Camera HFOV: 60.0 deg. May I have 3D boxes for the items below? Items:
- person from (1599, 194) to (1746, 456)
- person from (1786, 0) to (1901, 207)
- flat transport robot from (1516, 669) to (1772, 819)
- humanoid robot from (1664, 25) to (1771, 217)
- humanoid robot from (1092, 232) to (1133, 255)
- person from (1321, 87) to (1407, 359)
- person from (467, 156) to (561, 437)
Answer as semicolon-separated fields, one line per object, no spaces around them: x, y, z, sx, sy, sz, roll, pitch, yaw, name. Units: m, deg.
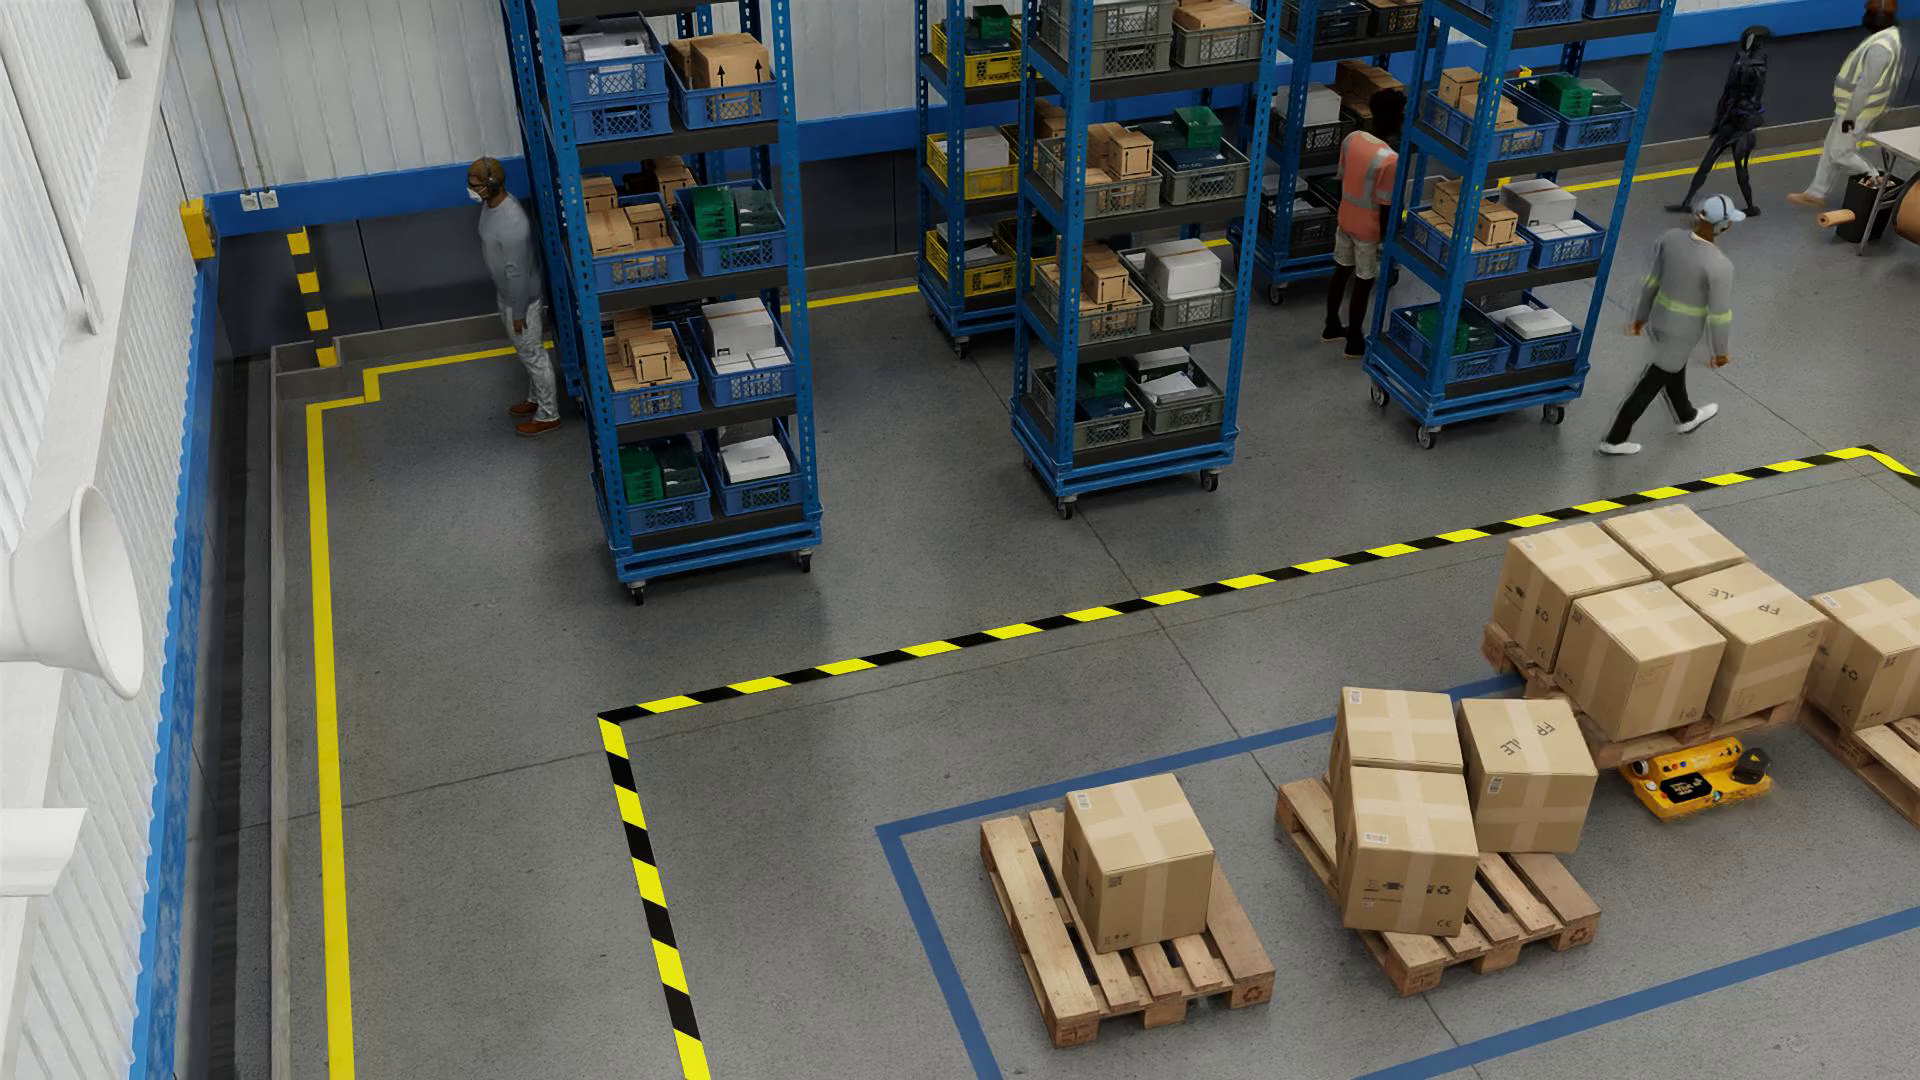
4.685;-1.367;10.659;0.971;1.797;0.618;-10;36;-13;person
7.507;-3.566;13.773;0.709;1.818;0.656;17;38;22;person
3.545;0.861;8.811;0.652;0.197;1.431;-11;37;-15;flat transport robot
6.422;-3.430;13.742;0.781;1.629;0.600;-2;35;-3;humanoid robot
1.047;-1.602;11.164;0.778;1.649;0.612;10;36;14;humanoid robot
2.859;-2.230;11.746;0.369;1.965;0.606;-13;37;-18;person
-2.903;-1.592;10.879;0.369;1.932;0.621;-15;38;-20;person
